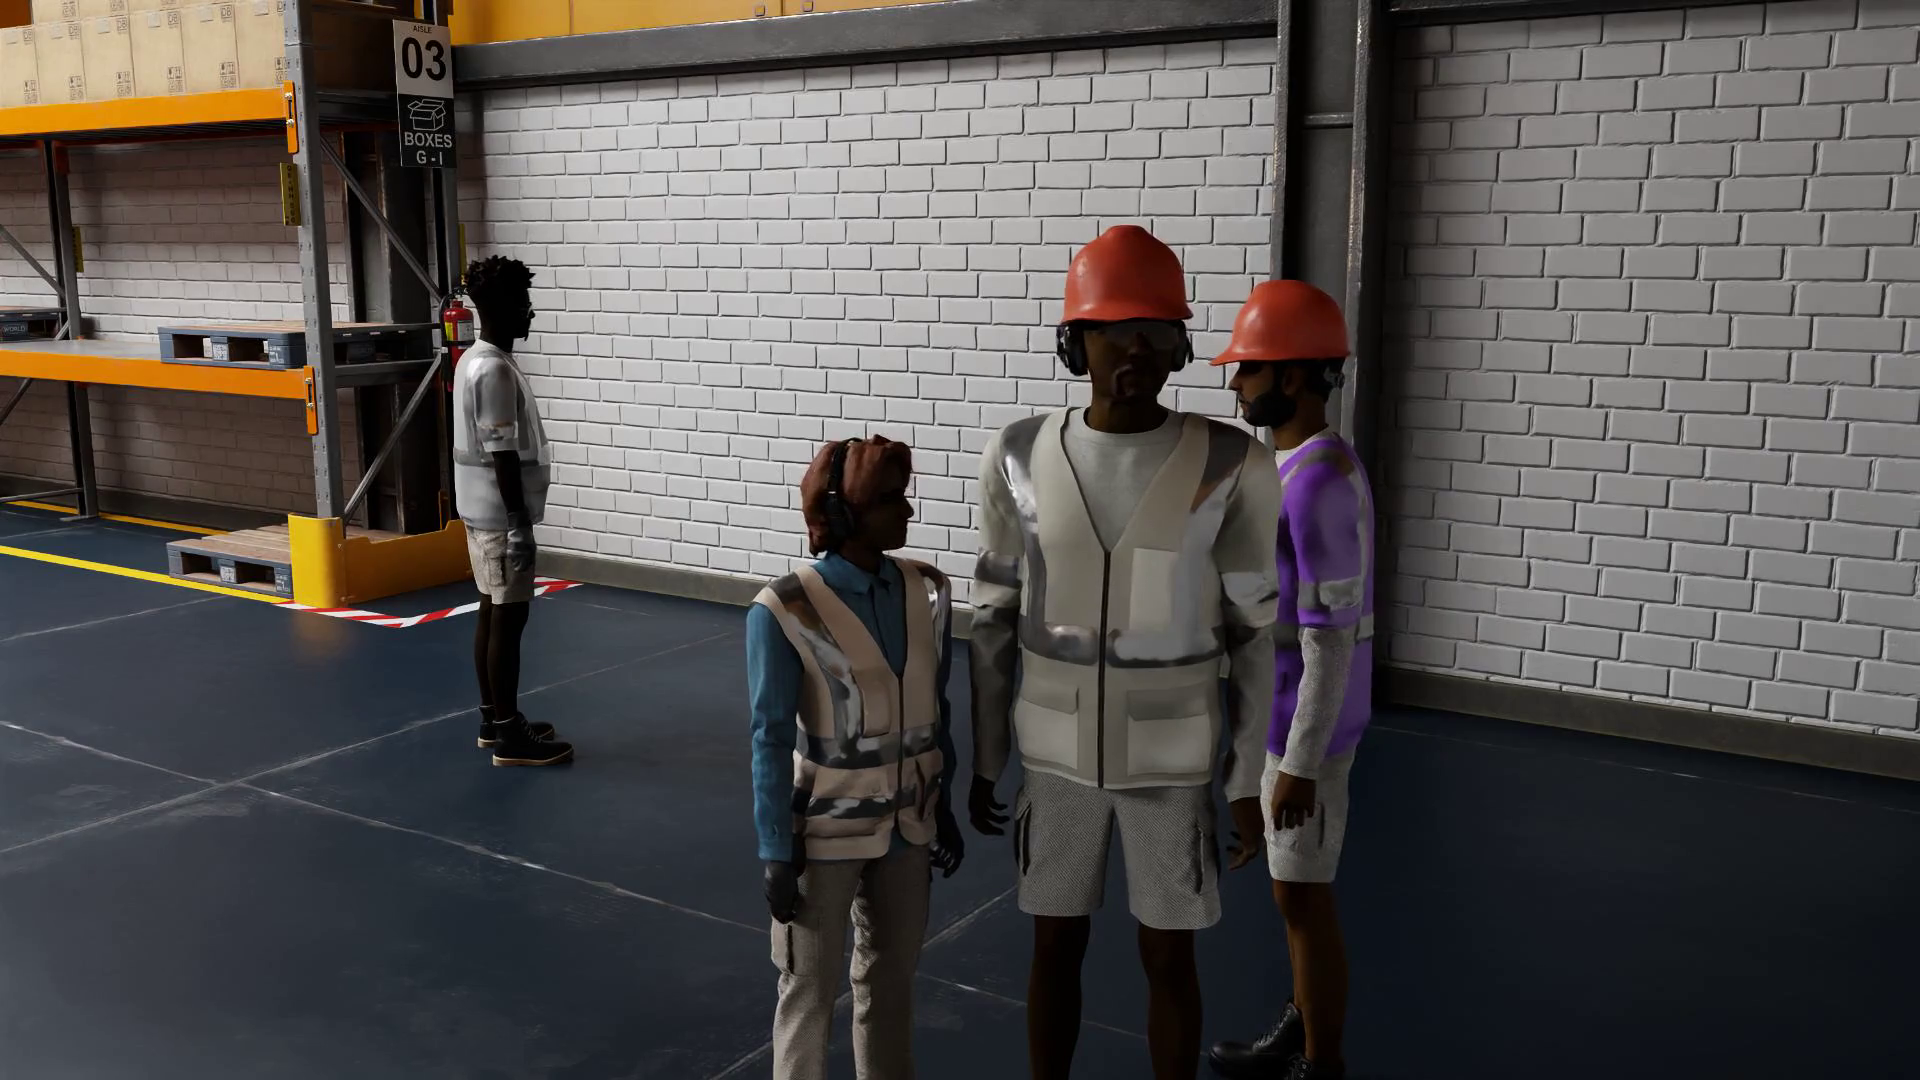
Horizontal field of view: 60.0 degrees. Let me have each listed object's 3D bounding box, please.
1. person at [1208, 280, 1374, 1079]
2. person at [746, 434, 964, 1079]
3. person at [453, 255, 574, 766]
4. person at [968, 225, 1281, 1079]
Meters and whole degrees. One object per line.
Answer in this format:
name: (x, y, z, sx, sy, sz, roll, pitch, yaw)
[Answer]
person: (0.725, 0.395, 3.731, 0.373, 1.934, 0.551, 1, 10, 8)
person: (-0.207, 0.603, 3.386, 0.517, 1.645, 0.307, -10, 14, -43)
person: (-1.759, -0.110, 6.448, 0.367, 1.966, 0.606, -5, 11, -25)
person: (0.306, 0.419, 3.287, 0.614, 2.047, 0.359, 3, 11, 17)
